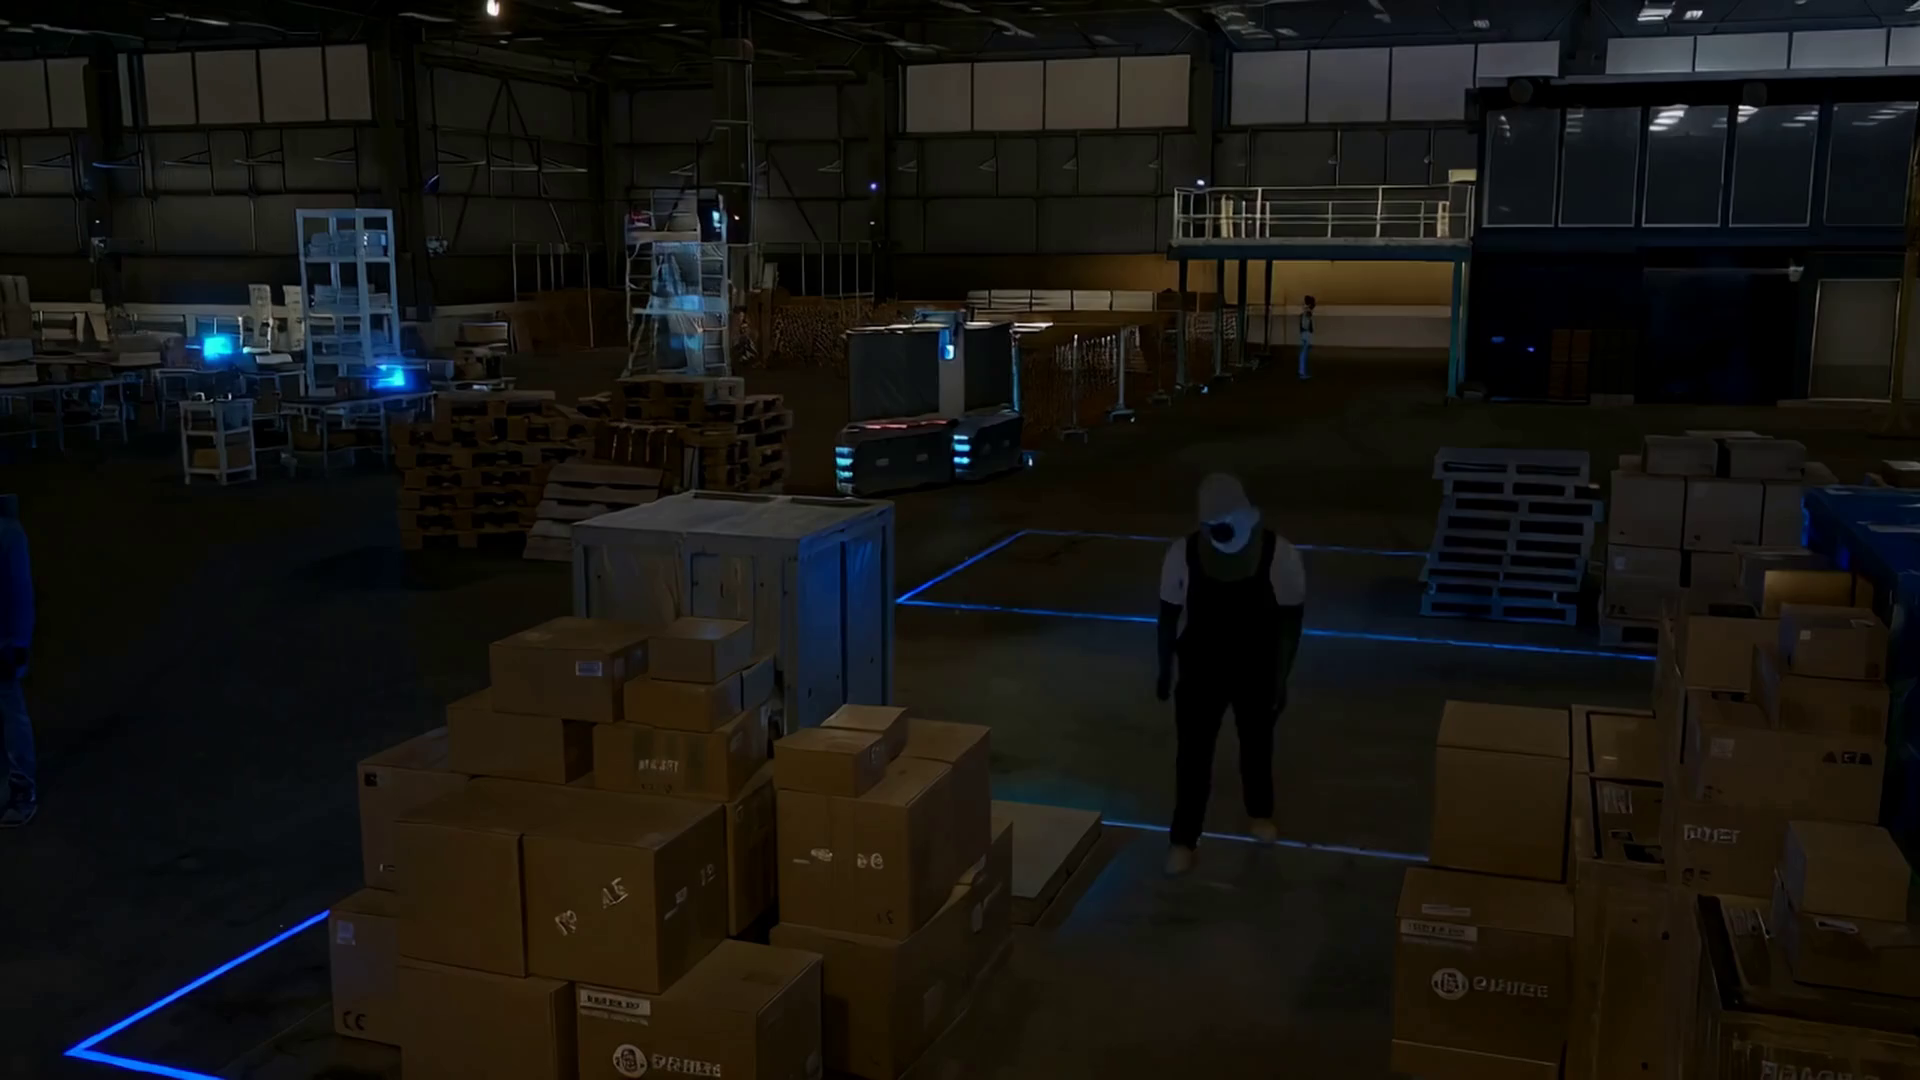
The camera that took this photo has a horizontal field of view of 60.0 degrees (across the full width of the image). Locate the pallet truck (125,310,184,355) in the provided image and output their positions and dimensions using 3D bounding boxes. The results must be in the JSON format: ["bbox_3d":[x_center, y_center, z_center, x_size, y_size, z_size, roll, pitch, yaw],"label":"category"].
[{"bbox_3d":[-22.038,-5.665,45.457,0.704,1.261,1.522,3,11,17],"label":"pallet truck"}]

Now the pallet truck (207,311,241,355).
[{"bbox_3d":[-19.537,-5.575,44.913,0.653,1.274,1.630,3,11,19],"label":"pallet truck"}]

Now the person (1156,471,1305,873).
[{"bbox_3d":[1.329,0.574,8.206,0.717,2.000,0.908,2,10,9],"label":"person"}]

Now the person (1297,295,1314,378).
[{"bbox_3d":[7.901,-4.632,37.966,0.337,1.882,0.585,5,11,24],"label":"person"}]

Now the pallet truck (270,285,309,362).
[{"bbox_3d":[-17.147,-5.700,43.663,0.823,1.965,1.885,3,11,17],"label":"pallet truck"}]

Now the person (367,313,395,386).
[{"bbox_3d":[-11.935,-3.990,34.136,0.652,1.977,1.117,-1,10,-5],"label":"person"}]

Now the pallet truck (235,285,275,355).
[{"bbox_3d":[-18.327,-5.835,44.421,0.823,1.965,1.885,4,11,23],"label":"pallet truck"}]

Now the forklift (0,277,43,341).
[{"bbox_3d":[-27.151,-6.329,46.328,1.157,1.987,2.680,3,11,17],"label":"forklift"}]

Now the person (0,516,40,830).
[{"bbox_3d":[-5.112,0.518,8.642,0.611,1.998,0.375,1,10,4],"label":"person"}]

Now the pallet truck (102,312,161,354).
[{"bbox_3d":[-23.057,-5.777,46.261,0.680,1.201,1.601,3,11,19],"label":"pallet truck"}]
